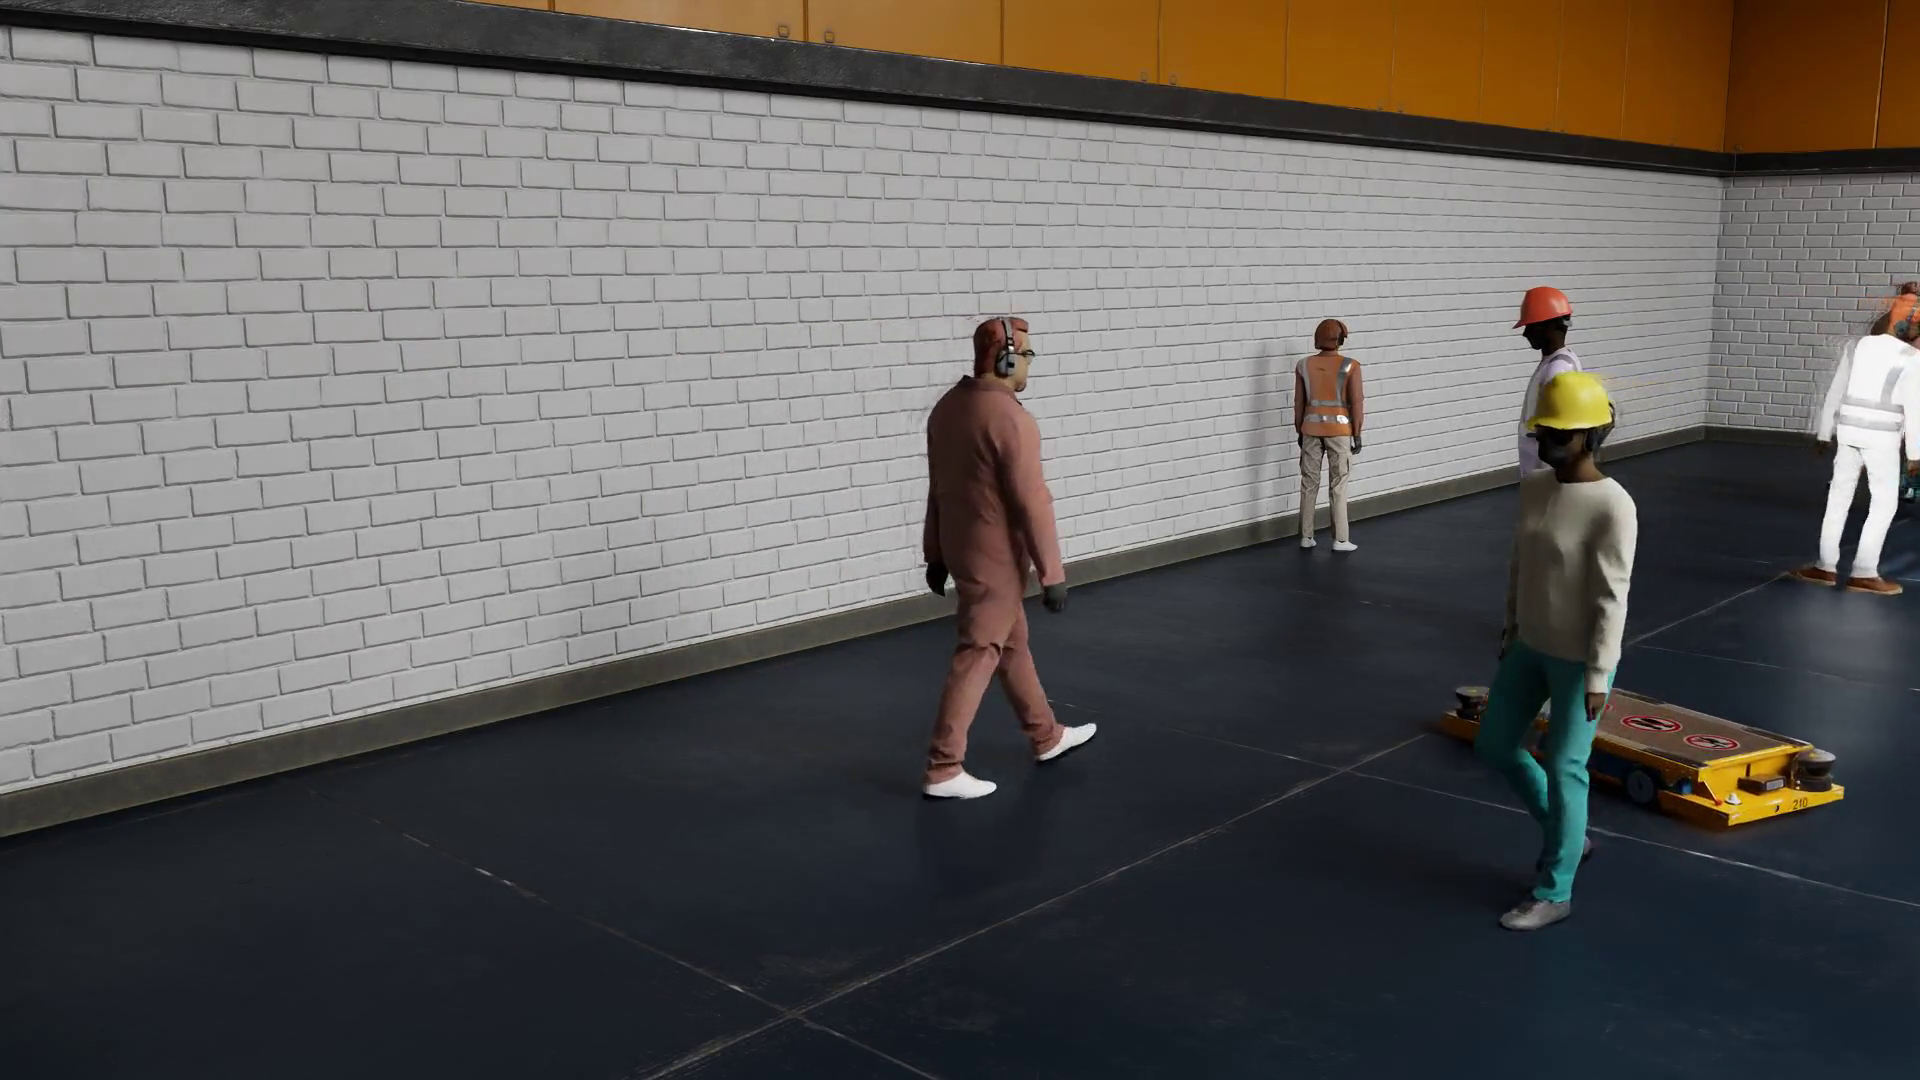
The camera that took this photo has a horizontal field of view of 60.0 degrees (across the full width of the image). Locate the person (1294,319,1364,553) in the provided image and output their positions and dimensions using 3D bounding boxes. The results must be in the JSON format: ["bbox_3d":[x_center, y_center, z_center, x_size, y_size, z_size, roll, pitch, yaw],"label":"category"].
[{"bbox_3d":[2.582,-0.727,11.674,0.512,1.637,0.307,7,12,35],"label":"person"}]

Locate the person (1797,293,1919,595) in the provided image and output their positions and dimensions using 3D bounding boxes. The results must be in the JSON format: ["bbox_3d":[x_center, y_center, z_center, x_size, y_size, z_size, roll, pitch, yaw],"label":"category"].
[{"bbox_3d":[5.623,-0.601,10.362,0.348,1.862,0.732,-5,11,-25],"label":"person"}]

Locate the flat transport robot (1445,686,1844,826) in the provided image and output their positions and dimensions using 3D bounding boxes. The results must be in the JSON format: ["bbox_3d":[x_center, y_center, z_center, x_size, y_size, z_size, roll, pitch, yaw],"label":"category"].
[{"bbox_3d":[2.728,0.818,6.757,0.652,0.197,1.431,-5,11,-27],"label":"flat transport robot"}]

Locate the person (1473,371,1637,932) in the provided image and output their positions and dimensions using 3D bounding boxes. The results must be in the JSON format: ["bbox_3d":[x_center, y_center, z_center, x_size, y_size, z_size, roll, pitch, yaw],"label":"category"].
[{"bbox_3d":[1.854,0.352,5.160,0.357,1.753,0.552,-3,10,-18],"label":"person"}]

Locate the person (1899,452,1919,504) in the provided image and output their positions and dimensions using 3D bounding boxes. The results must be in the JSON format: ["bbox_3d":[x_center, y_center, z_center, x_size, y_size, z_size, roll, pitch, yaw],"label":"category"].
[{"bbox_3d":[8.145,-1.178,13.782,0.507,1.801,0.642,-7,12,-35],"label":"person"}]

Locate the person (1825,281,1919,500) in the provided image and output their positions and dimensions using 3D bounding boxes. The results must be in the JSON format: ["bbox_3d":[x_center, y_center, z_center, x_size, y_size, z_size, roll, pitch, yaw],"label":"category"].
[{"bbox_3d":[7.750,-1.243,13.970,0.856,1.868,0.649,2,10,11],"label":"person"}]

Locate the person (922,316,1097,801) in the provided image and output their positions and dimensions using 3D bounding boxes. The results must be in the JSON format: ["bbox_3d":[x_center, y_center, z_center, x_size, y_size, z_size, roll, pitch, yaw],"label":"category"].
[{"bbox_3d":[0.218,0.067,6.515,0.951,1.859,0.677,-5,11,-26],"label":"person"}]

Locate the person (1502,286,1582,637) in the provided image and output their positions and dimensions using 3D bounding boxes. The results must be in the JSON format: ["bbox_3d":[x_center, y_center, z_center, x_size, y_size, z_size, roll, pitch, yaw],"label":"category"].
[{"bbox_3d":[3.054,-0.356,8.730,0.375,1.928,0.542,4,11,20],"label":"person"}]
